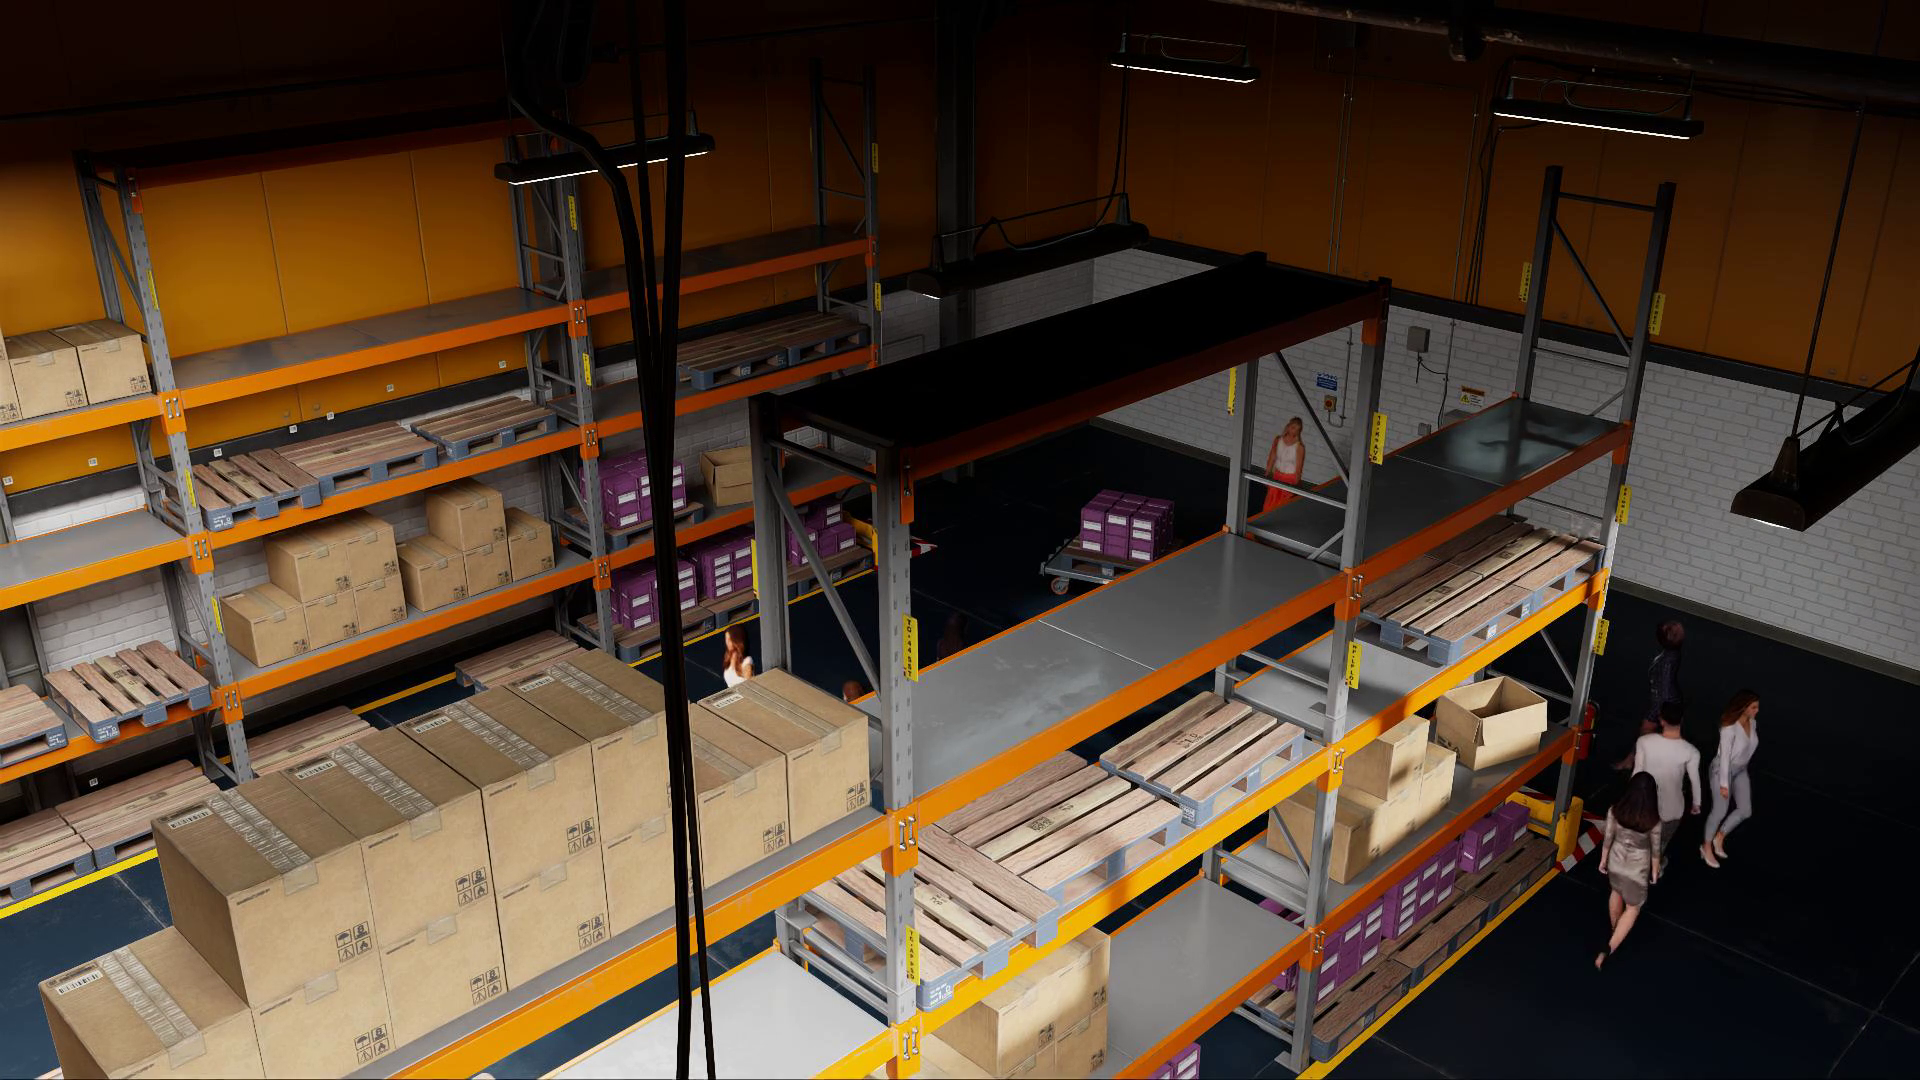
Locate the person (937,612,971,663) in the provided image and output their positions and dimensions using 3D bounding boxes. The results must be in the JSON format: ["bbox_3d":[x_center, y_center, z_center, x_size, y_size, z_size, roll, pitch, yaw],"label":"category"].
[{"bbox_3d":[-0.034,1.493,15.753,0.618,1.767,0.593,14,27,28],"label":"person"}]

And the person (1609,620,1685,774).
[{"bbox_3d":[6.716,1.567,15.706,0.766,1.668,0.819,19,30,36],"label":"person"}]

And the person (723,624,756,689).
[{"bbox_3d":[-1.948,1.599,15.509,1.007,1.767,0.650,-18,29,-35],"label":"person"}]

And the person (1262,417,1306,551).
[{"bbox_3d":[4.042,-0.701,20.761,0.612,1.776,0.754,-16,28,-32],"label":"person"}]

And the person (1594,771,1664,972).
[{"bbox_3d":[5.272,2.651,13.157,0.625,1.722,1.021,19,30,36],"label":"person"}]

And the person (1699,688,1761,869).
[{"bbox_3d":[6.620,2.051,14.490,0.626,1.755,0.726,-12,26,-26],"label":"person"}]

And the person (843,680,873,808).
[{"bbox_3d":[-0.927,1.944,15.053,0.716,1.500,0.614,11,26,23],"label":"person"}]

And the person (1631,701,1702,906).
[{"bbox_3d":[5.871,2.255,13.992,0.771,1.781,1.181,20,30,38],"label":"person"}]
